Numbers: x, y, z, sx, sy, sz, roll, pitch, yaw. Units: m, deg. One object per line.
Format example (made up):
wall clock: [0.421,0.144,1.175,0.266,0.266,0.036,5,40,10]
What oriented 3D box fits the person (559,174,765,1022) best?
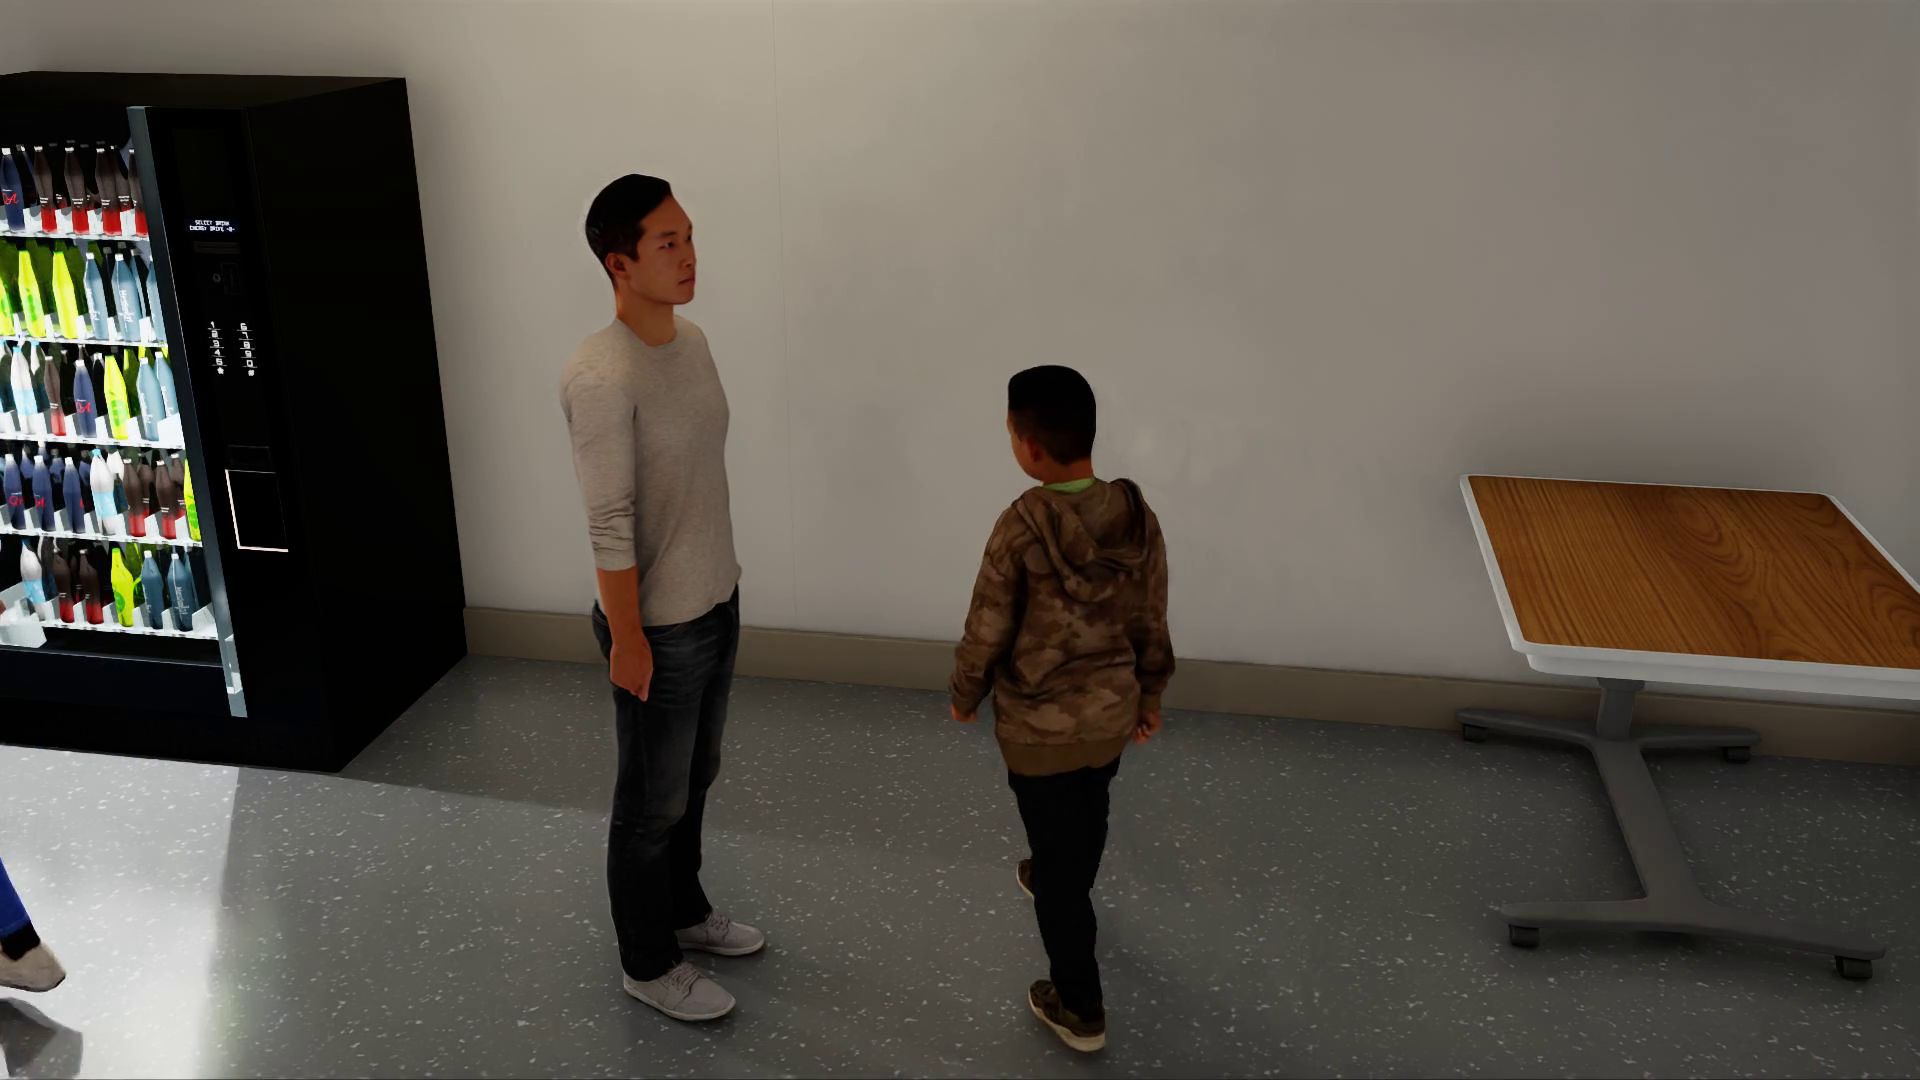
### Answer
person: [-0.636,0.138,3.523,0.540,1.811,0.671,5,21,12]

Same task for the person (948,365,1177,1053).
person: [0.257,0.382,3.418,0.878,1.428,0.911,-11,24,-27]
